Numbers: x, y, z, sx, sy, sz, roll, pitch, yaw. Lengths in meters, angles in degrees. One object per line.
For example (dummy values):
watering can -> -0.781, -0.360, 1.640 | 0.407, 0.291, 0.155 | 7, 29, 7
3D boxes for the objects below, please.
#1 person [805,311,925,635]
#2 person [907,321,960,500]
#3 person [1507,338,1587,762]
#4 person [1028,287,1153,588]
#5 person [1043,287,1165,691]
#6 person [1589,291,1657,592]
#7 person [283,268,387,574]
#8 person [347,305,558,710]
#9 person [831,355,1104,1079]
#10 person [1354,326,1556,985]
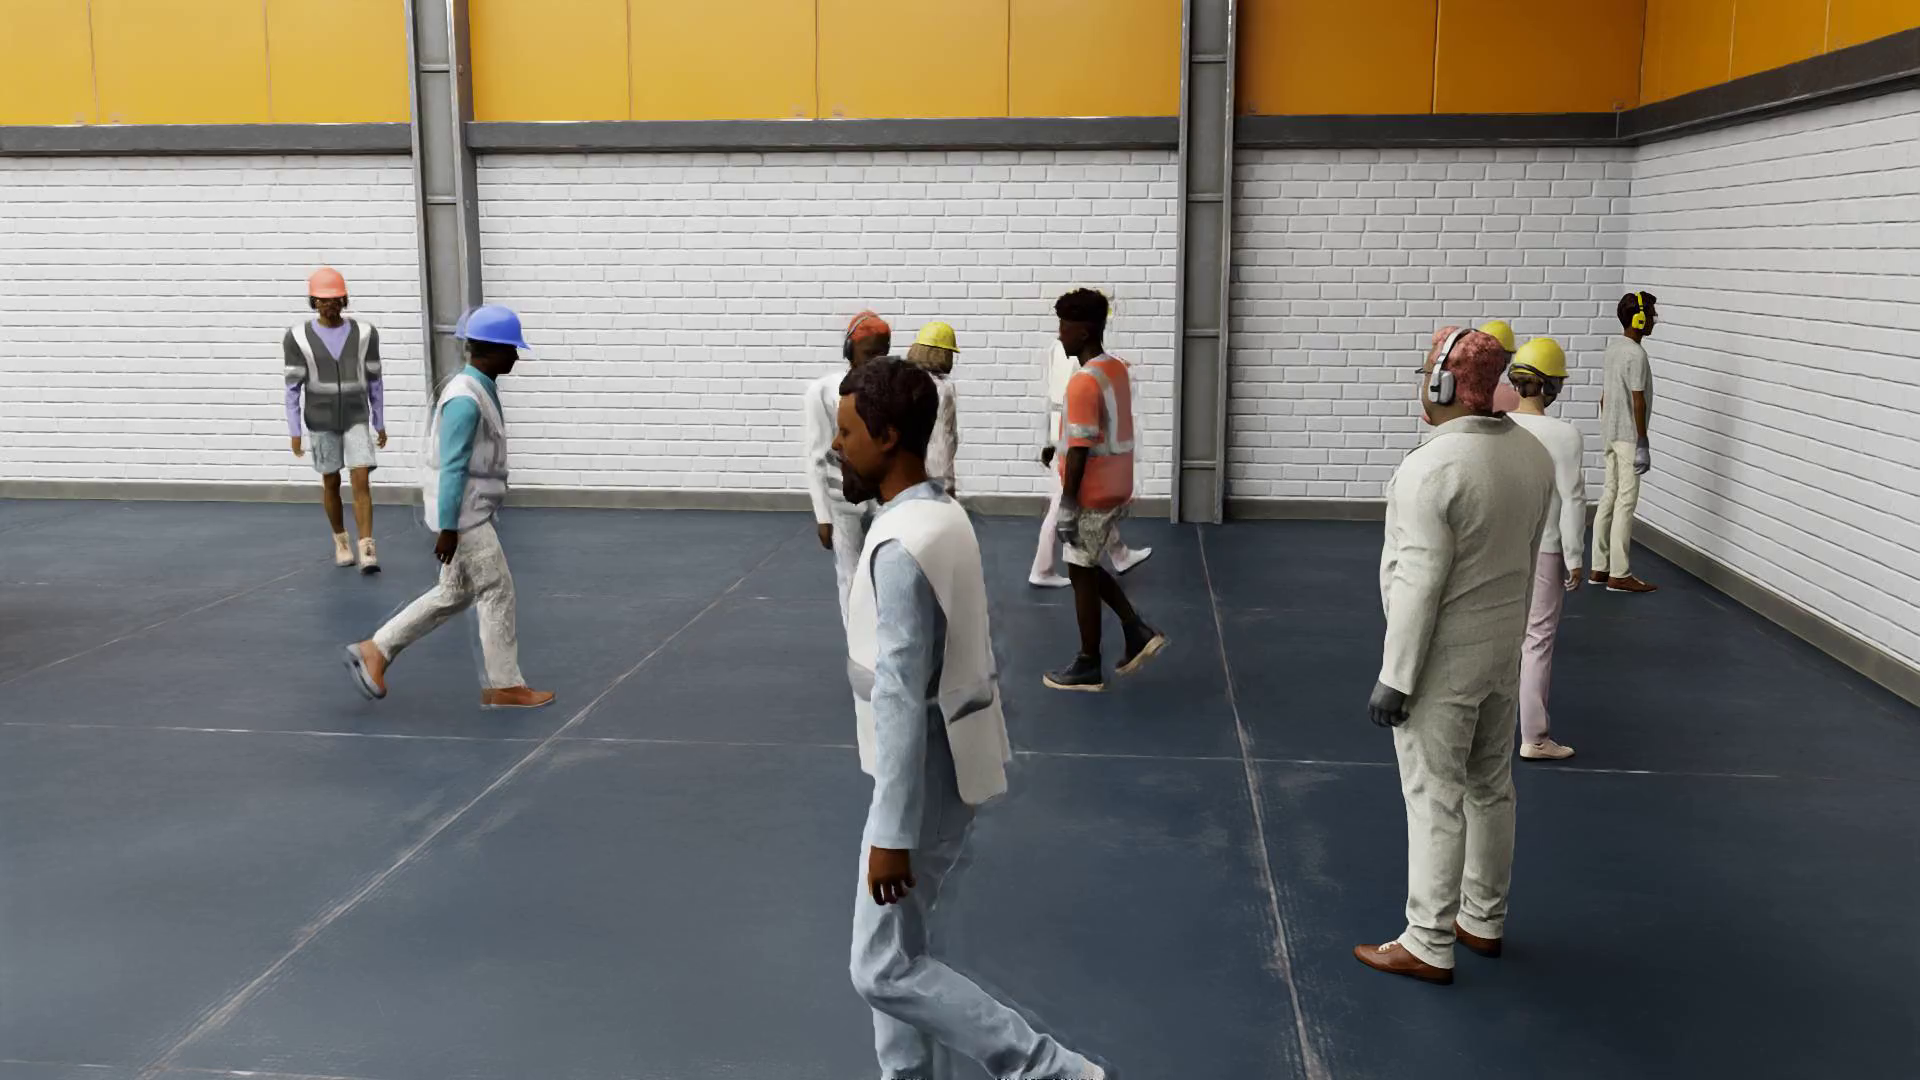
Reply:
person -> -0.420, -0.152, 7.860 | 0.587, 1.832, 0.942 | -2, 10, -12
person -> -0.143, -0.335, 9.207 | 0.308, 1.736, 0.485 | -5, 11, -27
person -> 2.379, 0.040, 6.970 | 0.318, 1.766, 0.533 | -7, 12, -36
person -> 0.849, -0.640, 10.511 | 0.977, 1.877, 0.615 | -4, 11, -21
person -> 0.655, -0.226, 7.965 | 0.467, 1.946, 0.622 | 4, 11, 21
person -> 4.183, -0.610, 10.407 | 0.328, 1.868, 0.508 | -1, 10, -4
person -> -4.071, -0.763, 10.893 | 0.628, 1.995, 0.992 | -5, 11, -26
person -> -2.372, -0.130, 7.629 | 0.880, 1.897, 0.618 | -2, 10, -10
person -> -0.034, 0.542, 3.703 | 0.600, 1.900, 0.616 | 1, 10, 4
person -> 1.422, 0.336, 4.867 | 0.639, 1.910, 0.406 | -8, 13, -39
